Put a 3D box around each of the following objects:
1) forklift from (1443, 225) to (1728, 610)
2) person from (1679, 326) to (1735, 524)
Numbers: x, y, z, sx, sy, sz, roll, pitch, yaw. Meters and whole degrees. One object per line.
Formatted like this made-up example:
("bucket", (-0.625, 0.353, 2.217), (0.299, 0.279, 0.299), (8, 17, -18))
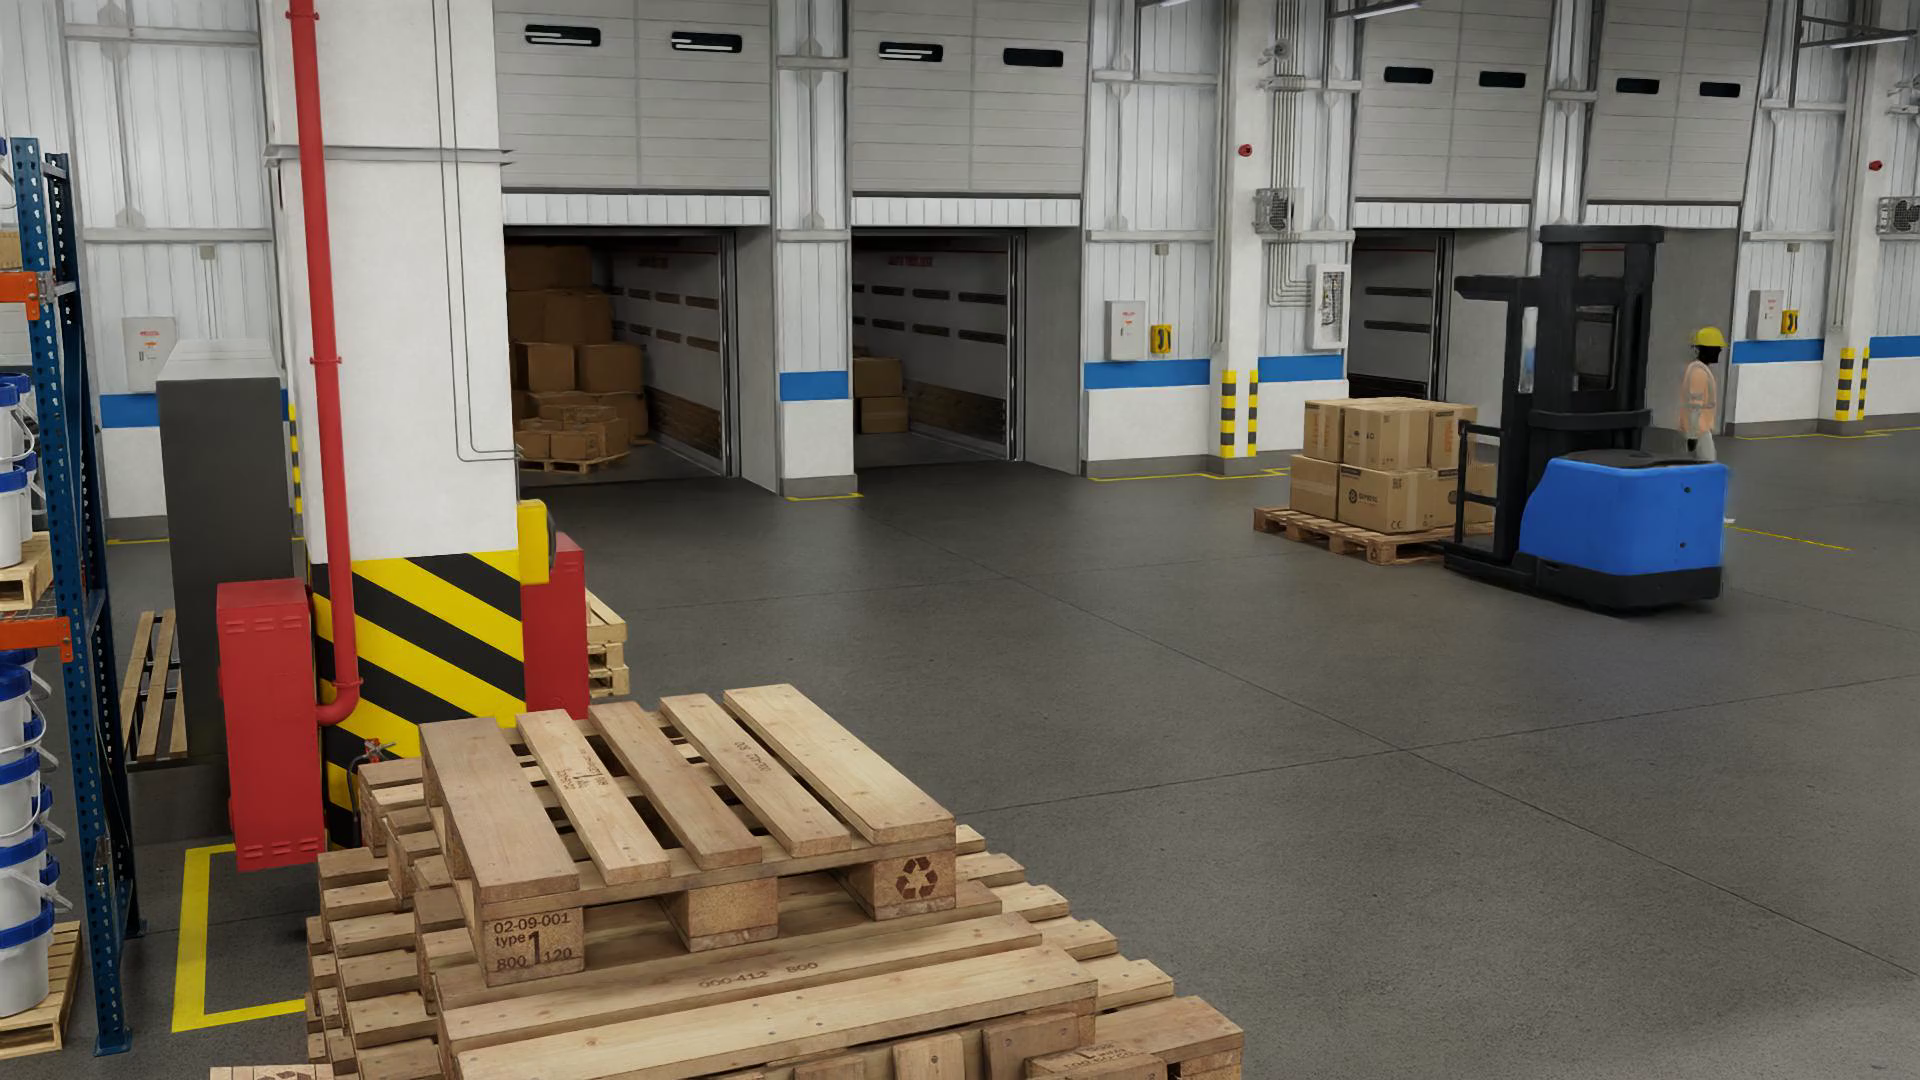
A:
("forklift", (4.841, -1.011, 12.756), (1.129, 2.768, 1.873), (-4, 11, -23))
("person", (7.055, -1.110, 16.020), (0.810, 1.899, 0.591), (3, 11, 18))
